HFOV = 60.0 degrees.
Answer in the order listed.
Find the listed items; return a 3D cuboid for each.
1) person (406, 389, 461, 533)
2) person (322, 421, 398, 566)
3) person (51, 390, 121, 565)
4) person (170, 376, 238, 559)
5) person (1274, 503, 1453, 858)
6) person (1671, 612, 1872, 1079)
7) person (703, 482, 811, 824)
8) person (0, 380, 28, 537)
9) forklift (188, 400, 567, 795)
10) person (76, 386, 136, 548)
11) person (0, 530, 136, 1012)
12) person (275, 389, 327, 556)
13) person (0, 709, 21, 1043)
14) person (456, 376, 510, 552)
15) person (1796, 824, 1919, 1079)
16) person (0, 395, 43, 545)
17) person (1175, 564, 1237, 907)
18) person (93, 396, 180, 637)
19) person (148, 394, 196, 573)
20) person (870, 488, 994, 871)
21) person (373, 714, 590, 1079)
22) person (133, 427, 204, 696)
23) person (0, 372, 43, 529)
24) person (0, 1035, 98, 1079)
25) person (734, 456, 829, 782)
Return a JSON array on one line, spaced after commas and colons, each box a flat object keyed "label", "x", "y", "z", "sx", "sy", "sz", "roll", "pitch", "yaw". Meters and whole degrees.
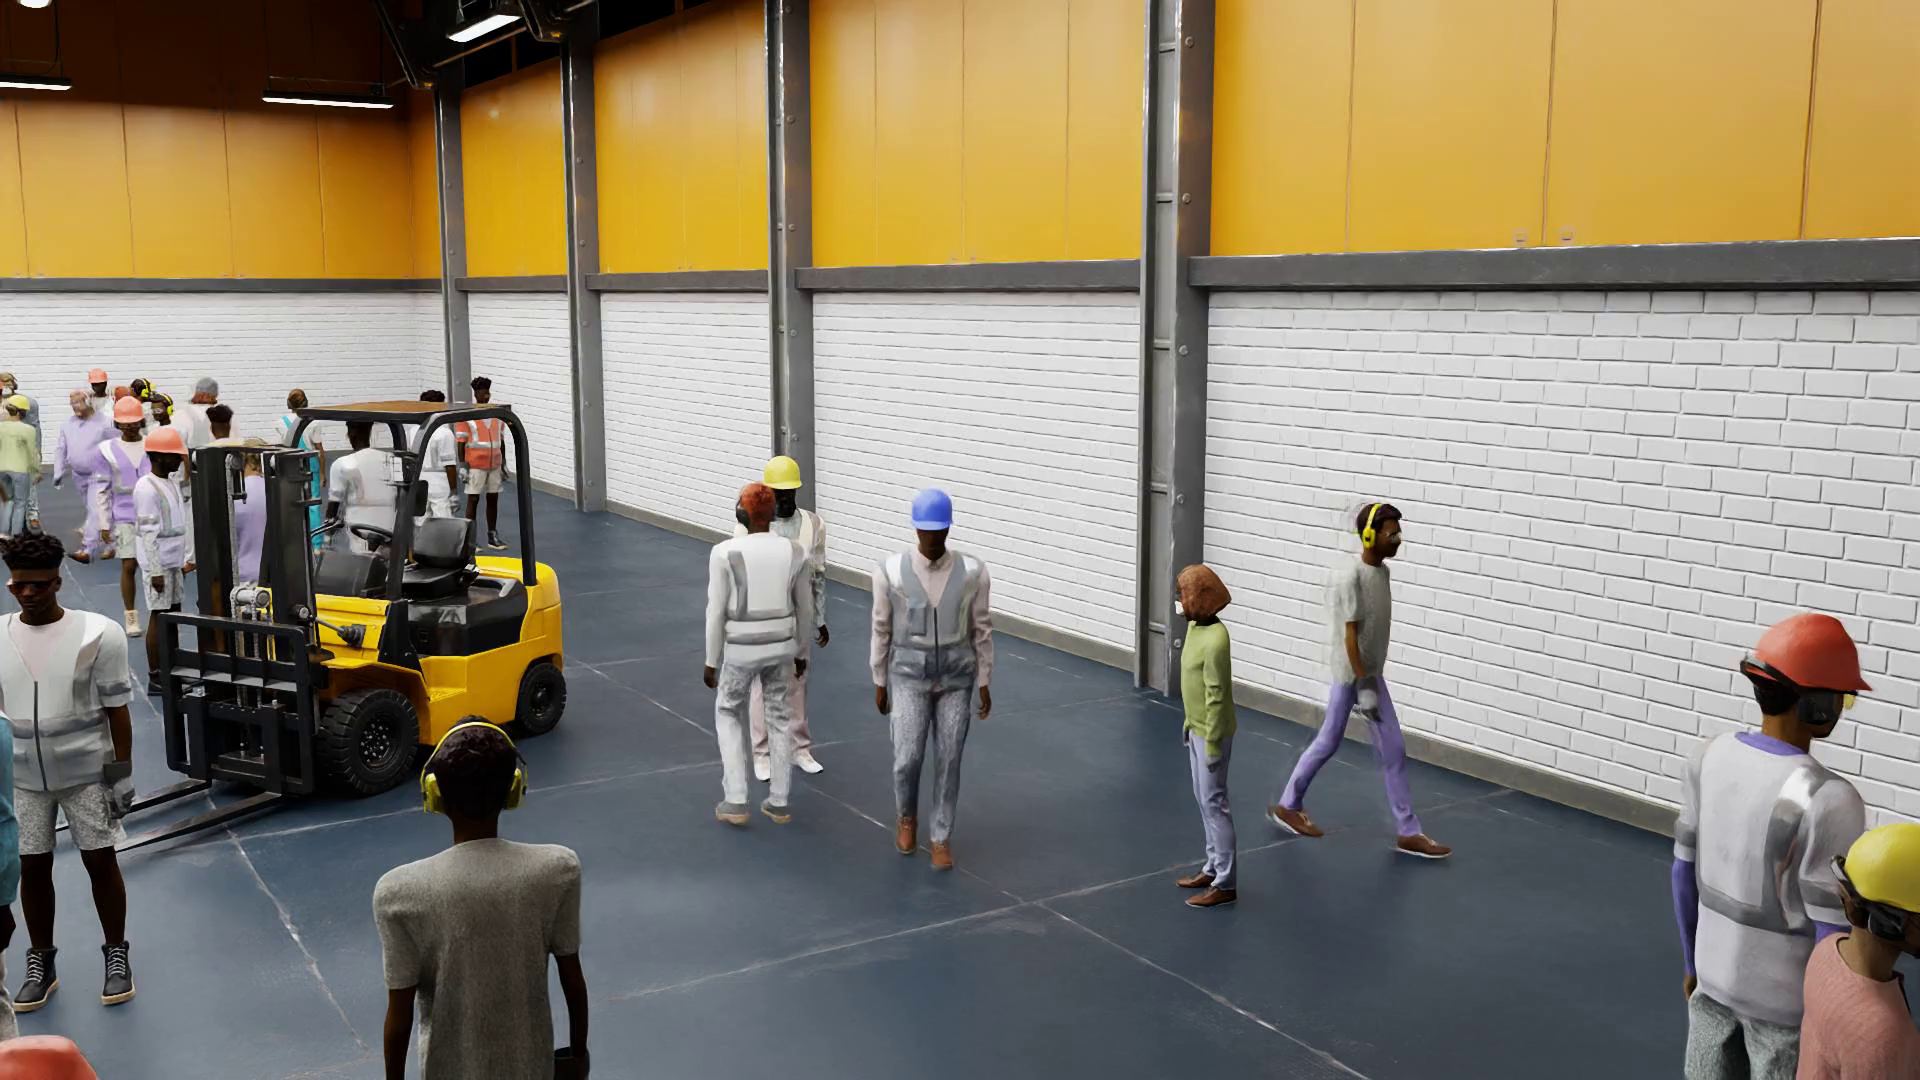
[{"label": "person", "x": -5.065, "y": -0.470, "z": 16.021, "sx": 0.608, "sy": 1.966, "sz": 0.374, "roll": 4, "pitch": 10, "yaw": 28}, {"label": "person", "x": -4.945, "y": -0.105, "z": 13.696, "sx": 0.977, "sy": 1.915, "sz": 0.639, "roll": 7, "pitch": 11, "yaw": 37}, {"label": "person", "x": -9.303, "y": -0.661, "z": 17.692, "sx": 0.645, "sy": 1.850, "sz": 0.995, "roll": 2, "pitch": 9, "yaw": 10}, {"label": "person", "x": -8.086, "y": -0.769, "z": 17.789, "sx": 0.715, "sy": 2.000, "sz": 0.923, "roll": -2, "pitch": 9, "yaw": -15}, {"label": "person", "x": 2.058, "y": 0.706, "z": 8.607, "sx": 0.969, "sy": 1.825, "sz": 0.518, "roll": 8, "pitch": 12, "yaw": 44}, {"label": "person", "x": 2.209, "y": 1.201, "z": 4.507, "sx": 0.393, "sy": 2.038, "sz": 0.614, "roll": -2, "pitch": 9, "yaw": -15}, {"label": "person", "x": -1.090, "y": 0.617, "z": 8.983, "sx": 0.627, "sy": 1.876, "sz": 0.415, "roll": -5, "pitch": 10, "yaw": -29}, {"label": "person", "x": -11.359, "y": -0.986, "z": 19.684, "sx": 0.540, "sy": 1.920, "sz": 0.420, "roll": 5, "pitch": 10, "yaw": 30}, {"label": "forklift", "x": -3.529, "y": 0.258, "z": 10.348, "sx": 1.214, "sy": 2.155, "sz": 2.313, "roll": 4, "pitch": 9, "yaw": 25}, {"label": "person", "x": -9.442, "y": -0.788, "z": 18.539, "sx": 0.592, "sy": 1.861, "sz": 0.720, "roll": 6, "pitch": 10, "yaw": 34}, {"label": "person", "x": -3.629, "y": 0.922, "z": 6.670, "sx": 0.607, "sy": 1.957, "sz": 0.380, "roll": -2, "pitch": 9, "yaw": -11}, {"label": "person", "x": -7.195, "y": -0.731, "z": 18.191, "sx": 0.507, "sy": 1.846, "sz": 0.346, "roll": -1, "pitch": 8, "yaw": -6}, {"label": "person", "x": -3.320, "y": 1.127, "z": 5.363, "sx": 0.605, "sy": 1.939, "sz": 0.415, "roll": 2, "pitch": 9, "yaw": 11}, {"label": "person", "x": -5.323, "y": -0.851, "z": 18.591, "sx": 0.362, "sy": 1.963, "sz": 0.614, "roll": 8, "pitch": 12, "yaw": 43}, {"label": "person", "x": 1.988, "y": 1.469, "z": 3.675, "sx": 0.341, "sy": 1.754, "sz": 0.532, "roll": 3, "pitch": 9, "yaw": 16}, {"label": "person", "x": -10.636, "y": -0.763, "z": 18.763, "sx": 0.528, "sy": 1.740, "sz": 0.430, "roll": 1, "pitch": 9, "yaw": 9}, {"label": "person", "x": 1.155, "y": 0.918, "z": 7.841, "sx": 0.309, "sy": 1.624, "sz": 0.497, "roll": 0, "pitch": 8, "yaw": -2}, {"label": "person", "x": -6.879, "y": -0.193, "z": 13.945, "sx": 0.619, "sy": 2.028, "sz": 0.409, "roll": -5, "pitch": 10, "yaw": -31}, {"label": "person", "x": -8.120, "y": -0.573, "z": 17.085, "sx": 0.515, "sy": 1.861, "sz": 0.321, "roll": 3, "pitch": 9, "yaw": 20}, {"label": "person", "x": -0.135, "y": 0.695, "z": 8.306, "sx": 0.607, "sy": 1.933, "sz": 0.426, "roll": -1, "pitch": 9, "yaw": -8}, {"label": "person", "x": -1.162, "y": 1.349, "z": 4.084, "sx": 0.531, "sy": 1.870, "sz": 0.317, "roll": -5, "pitch": 10, "yaw": -29}, {"label": "person", "x": -5.686, "y": 0.154, "z": 11.947, "sx": 0.388, "sy": 1.930, "sz": 0.544, "roll": -1, "pitch": 8, "yaw": -6}, {"label": "person", "x": -11.546, "y": -1.080, "z": 20.279, "sx": 0.636, "sy": 1.928, "sz": 0.383, "roll": -5, "pitch": 10, "yaw": -30}, {"label": "person", "x": -1.469, "y": 1.626, "z": 2.657, "sx": 0.363, "sy": 1.742, "sz": 0.571, "roll": -3, "pitch": 9, "yaw": -22}, {"label": "person", "x": -1.047, "y": 0.458, "z": 9.896, "sx": 0.588, "sy": 1.927, "sz": 0.370, "roll": -5, "pitch": 10, "yaw": -31}]
